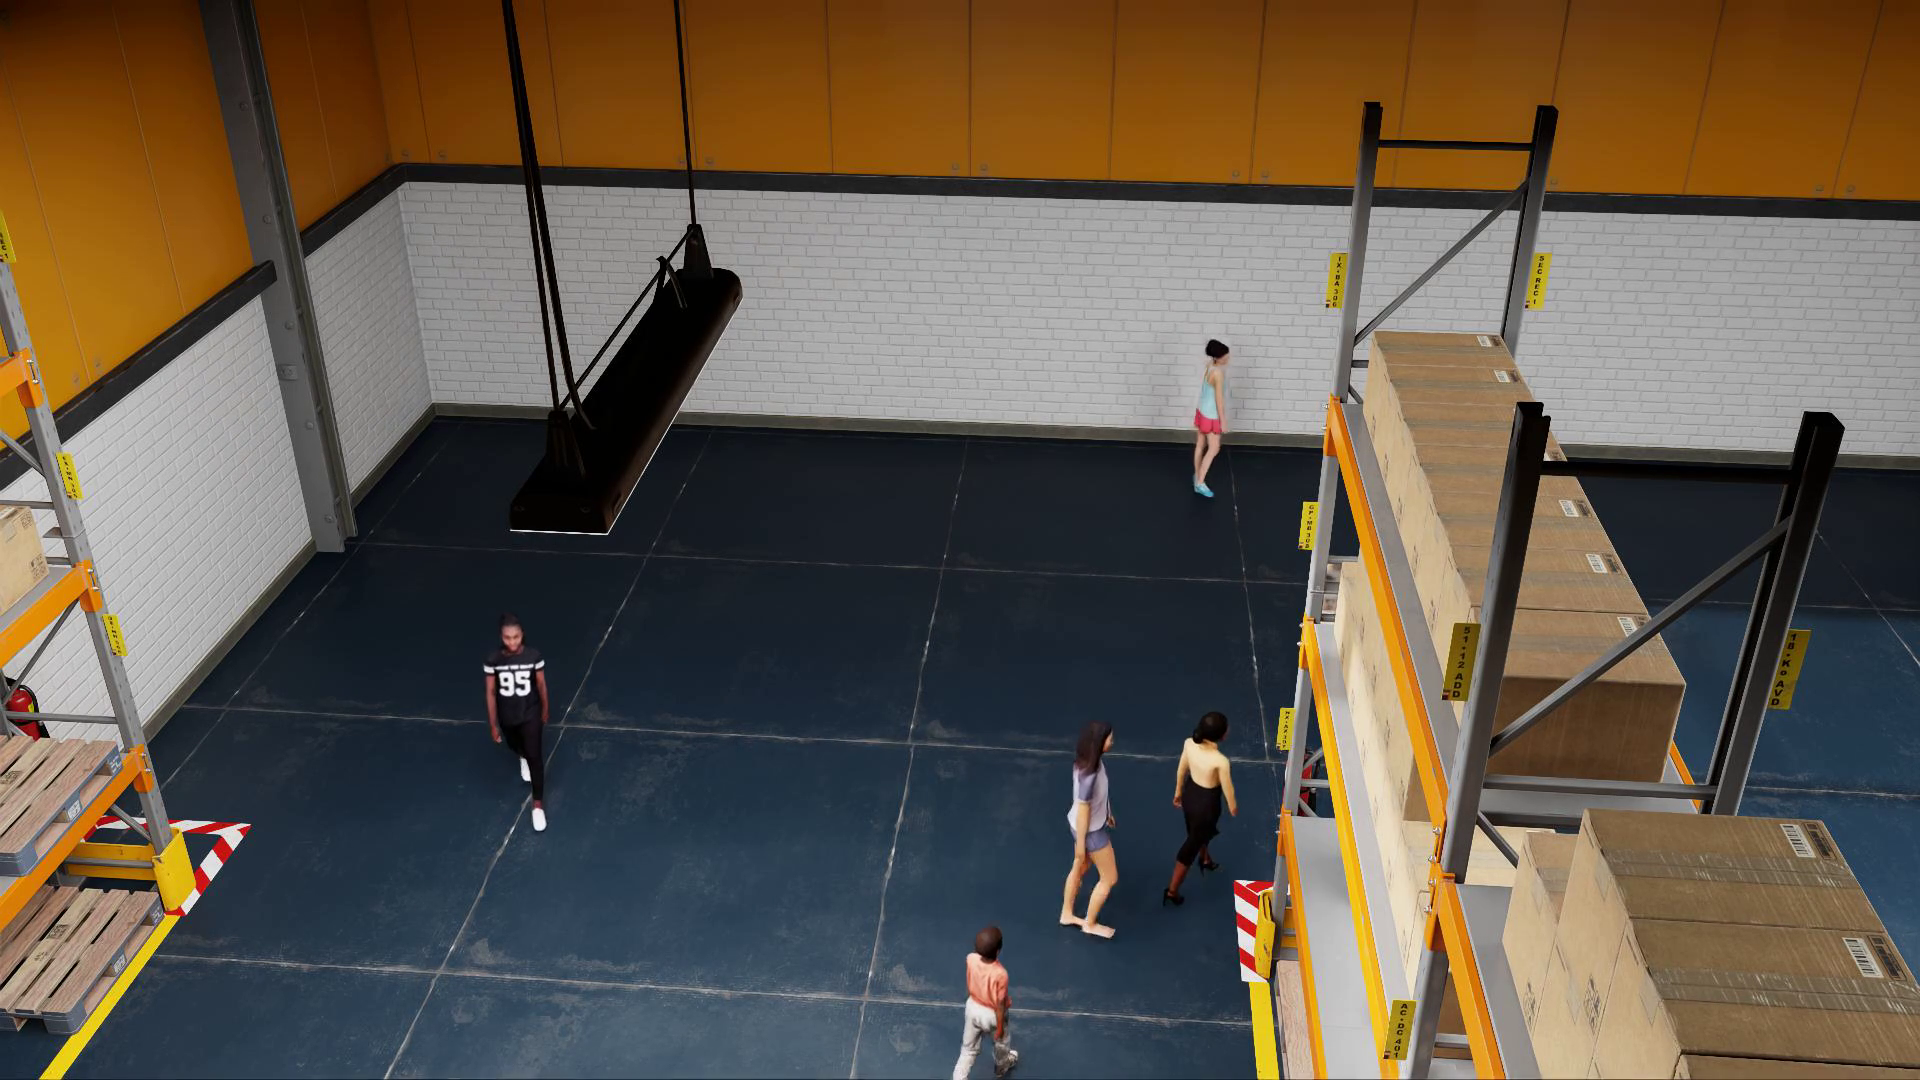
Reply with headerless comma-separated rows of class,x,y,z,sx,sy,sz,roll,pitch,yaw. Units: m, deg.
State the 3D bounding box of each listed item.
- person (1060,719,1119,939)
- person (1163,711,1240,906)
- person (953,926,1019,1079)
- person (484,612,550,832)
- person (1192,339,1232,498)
person,0.820,2.012,11.674,0.674,1.709,0.546,4,29,7
person,1.653,1.961,11.860,0.942,1.623,0.896,-20,34,-32
person,0.124,2.973,10.345,0.775,1.296,0.952,19,34,30
person,-3.436,1.328,12.944,0.832,1.695,1.228,-5,29,-9
person,2.646,-1.365,17.809,0.851,1.764,0.579,-12,31,-21
